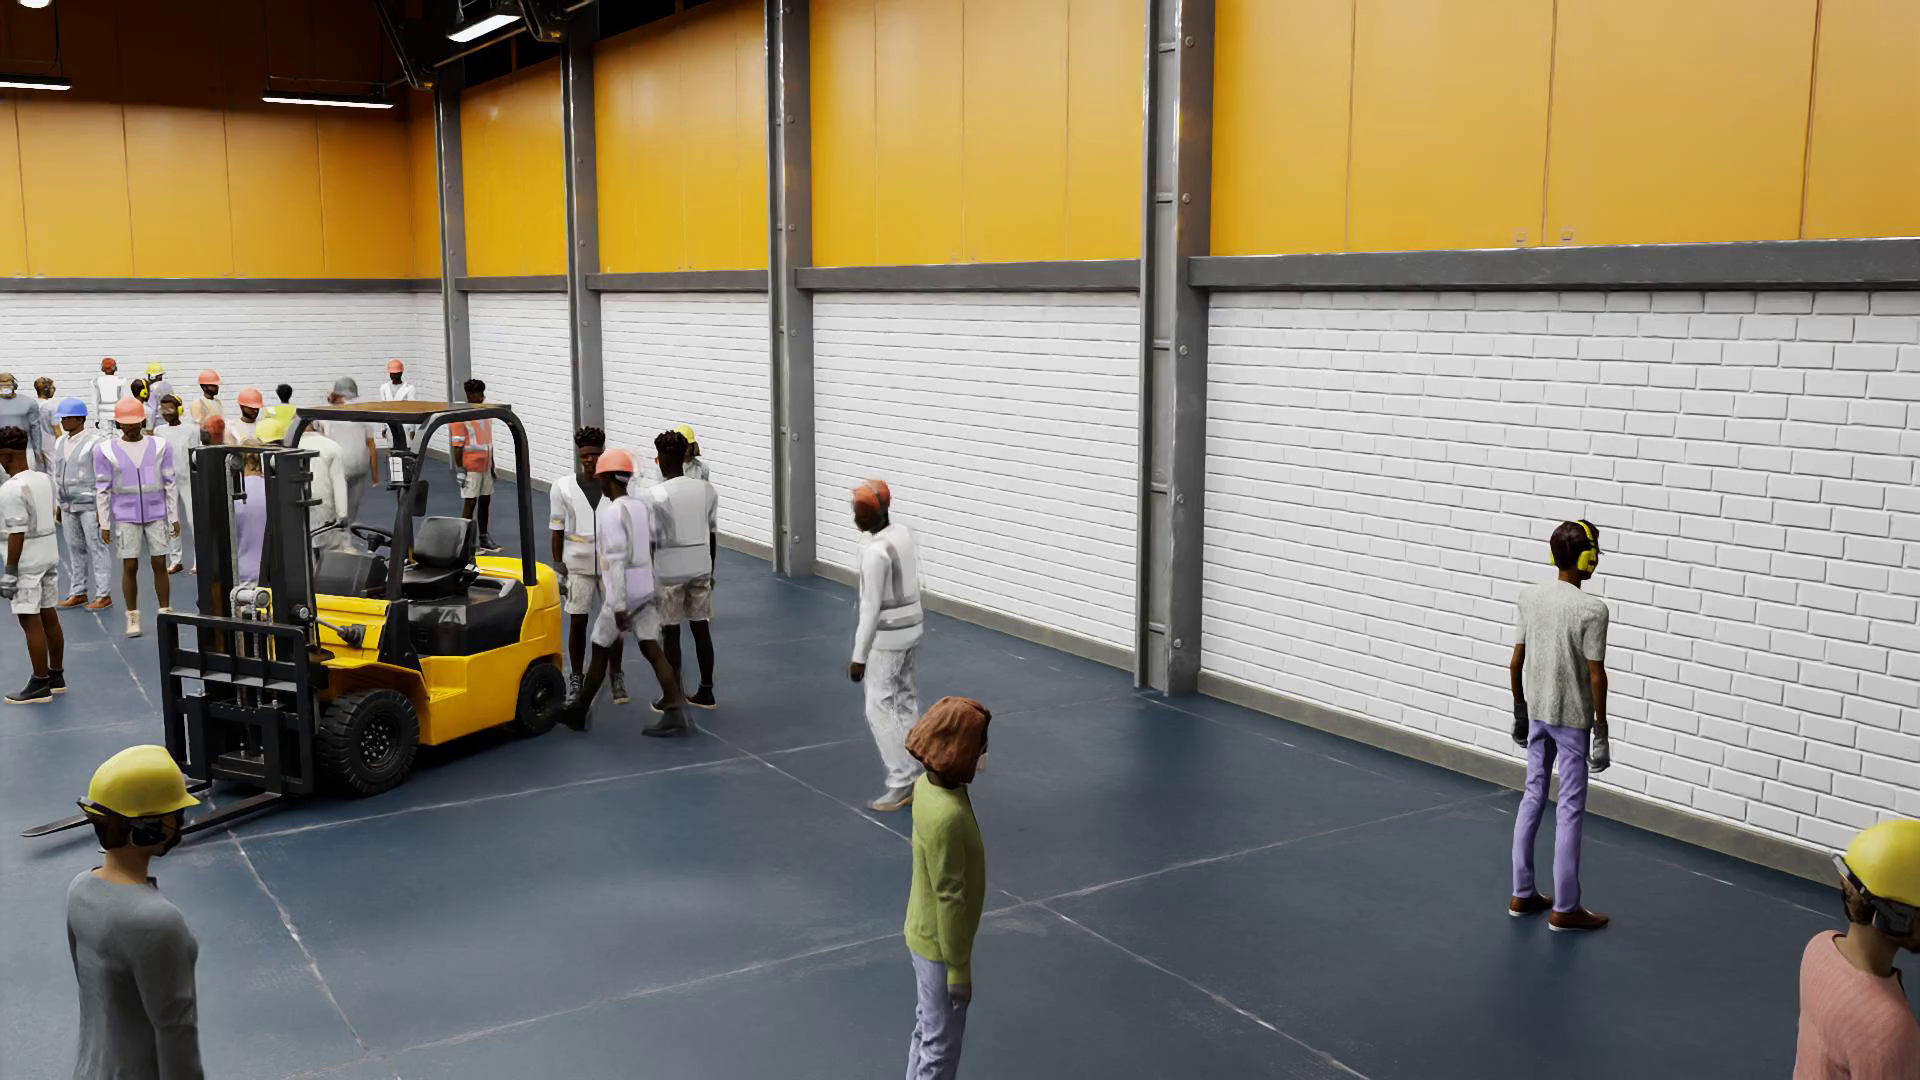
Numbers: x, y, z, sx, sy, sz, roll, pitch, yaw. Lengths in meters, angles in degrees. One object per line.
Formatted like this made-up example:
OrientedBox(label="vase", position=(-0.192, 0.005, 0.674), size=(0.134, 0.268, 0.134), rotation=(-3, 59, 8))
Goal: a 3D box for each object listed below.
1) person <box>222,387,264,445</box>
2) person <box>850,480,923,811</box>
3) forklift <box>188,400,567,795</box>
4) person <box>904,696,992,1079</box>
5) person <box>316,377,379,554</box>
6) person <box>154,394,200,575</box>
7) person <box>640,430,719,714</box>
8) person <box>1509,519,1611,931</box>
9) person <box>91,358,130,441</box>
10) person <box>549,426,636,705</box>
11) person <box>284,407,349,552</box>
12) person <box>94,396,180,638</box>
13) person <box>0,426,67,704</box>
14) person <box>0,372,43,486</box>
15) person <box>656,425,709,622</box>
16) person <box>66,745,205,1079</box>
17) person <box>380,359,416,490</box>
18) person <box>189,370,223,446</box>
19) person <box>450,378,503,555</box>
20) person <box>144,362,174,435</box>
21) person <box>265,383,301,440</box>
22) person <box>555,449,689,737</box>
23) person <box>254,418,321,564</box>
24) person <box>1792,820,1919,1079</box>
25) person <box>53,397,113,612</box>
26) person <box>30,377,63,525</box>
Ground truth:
OrientedBox(label="person", position=(-7.252, -0.601, 17.045), size=(0.390, 1.925, 0.550), rotation=(8, 11, 43))
OrientedBox(label="person", position=(-0.390, 0.580, 9.358), size=(0.347, 1.860, 0.646), rotation=(3, 9, 17))
OrientedBox(label="forklift", position=(-3.529, 0.258, 10.348), size=(1.214, 2.155, 2.313), rotation=(4, 9, 25))
OrientedBox(label="person", position=(-0.035, 1.293, 5.255), size=(0.278, 1.633, 0.498), rotation=(-1, 8, -7))
OrientedBox(label="person", position=(-6.515, -0.764, 17.756), size=(0.988, 2.000, 0.698), rotation=(8, 12, 44))
OrientedBox(label="person", position=(-7.983, -0.563, 17.015), size=(0.511, 1.862, 0.325), rotation=(1, 8, 5))
OrientedBox(label="person", position=(-1.921, 0.226, 11.371), size=(0.606, 1.962, 0.374), rotation=(-8, 11, -42))
OrientedBox(label="person", position=(2.735, 0.835, 7.570), size=(0.309, 1.864, 0.535), rotation=(-5, 10, -30))
OrientedBox(label="person", position=(-13.208, -1.901, 25.945), size=(0.572, 1.884, 0.356), rotation=(-2, 9, -12))
OrientedBox(label="person", position=(-2.554, 0.180, 11.639), size=(0.608, 1.965, 0.365), rotation=(-2, 9, -15))
OrientedBox(label="person", position=(-5.770, -0.238, 14.786), size=(0.693, 1.869, 0.567), rotation=(0, 8, -3))
OrientedBox(label="person", position=(-6.881, -0.192, 13.944), size=(0.614, 2.031, 0.402), rotation=(-6, 10, -34))
OrientedBox(label="person", position=(-6.575, 0.172, 11.719), size=(0.380, 1.958, 0.601), rotation=(-1, 8, -4))
OrientedBox(label="person", position=(-11.542, -1.081, 20.275), size=(0.636, 1.930, 0.372), rotation=(-5, 10, -30))
OrientedBox(label="person", position=(-2.390, -0.129, 14.466), size=(0.483, 1.745, 0.301), rotation=(-5, 10, -29))
OrientedBox(label="person", position=(-2.050, 1.388, 4.215), size=(0.528, 1.761, 0.339), rotation=(7, 11, 41))
OrientedBox(label="person", position=(-8.184, -1.668, 24.233), size=(0.545, 1.930, 0.390), rotation=(1, 9, 9))
OrientedBox(label="person", position=(-9.283, -1.143, 20.647), size=(0.371, 1.939, 0.543), rotation=(1, 8, 6))
OrientedBox(label="person", position=(-5.341, -0.808, 18.353), size=(0.381, 1.953, 0.610), rotation=(3, 9, 21))
OrientedBox(label="person", position=(-12.244, -1.798, 25.408), size=(0.404, 1.837, 0.590), rotation=(0, 8, 3))
OrientedBox(label="person", position=(-9.113, -1.286, 22.506), size=(0.545, 1.679, 0.718), rotation=(-3, 9, -22))
OrientedBox(label="person", position=(-2.204, 0.347, 10.834), size=(1.017, 1.871, 0.565), rotation=(2, 9, 16))
OrientedBox(label="person", position=(-5.354, -0.037, 13.299), size=(0.609, 1.905, 0.688), rotation=(1, 9, 9))
OrientedBox(label="person", position=(1.992, 1.466, 3.686), size=(0.343, 1.755, 0.531), rotation=(2, 9, 12))
OrientedBox(label="person", position=(-7.963, -0.321, 15.074), size=(0.602, 1.948, 0.387), rotation=(3, 9, 20))
OrientedBox(label="person", position=(-11.360, -1.108, 20.726), size=(0.516, 1.844, 0.332), rotation=(3, 9, 20))
